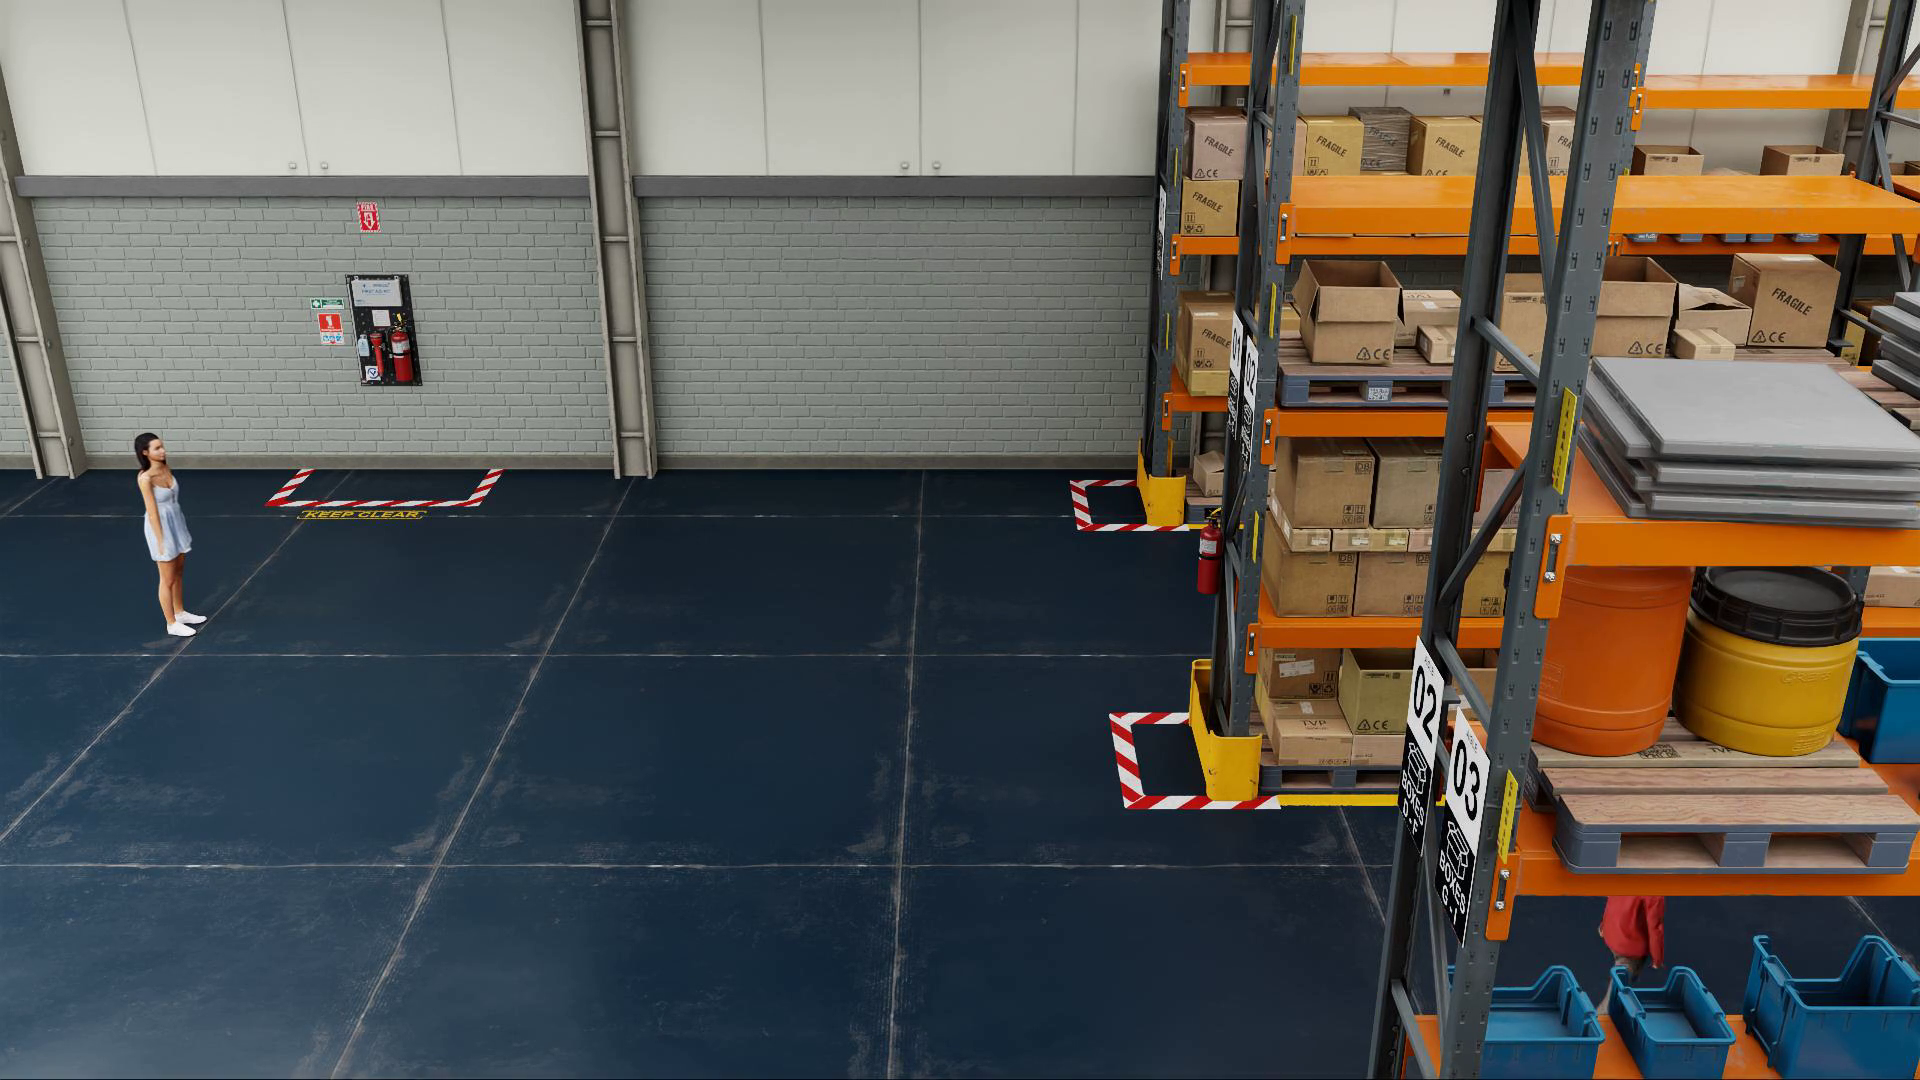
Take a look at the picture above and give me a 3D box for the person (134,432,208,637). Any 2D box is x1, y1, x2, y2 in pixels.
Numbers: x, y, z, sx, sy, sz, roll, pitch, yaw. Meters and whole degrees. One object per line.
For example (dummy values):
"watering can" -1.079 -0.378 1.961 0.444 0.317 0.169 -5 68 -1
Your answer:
"person" -6.539 -0.064 13.687 0.518 1.729 0.583 1 23 1
